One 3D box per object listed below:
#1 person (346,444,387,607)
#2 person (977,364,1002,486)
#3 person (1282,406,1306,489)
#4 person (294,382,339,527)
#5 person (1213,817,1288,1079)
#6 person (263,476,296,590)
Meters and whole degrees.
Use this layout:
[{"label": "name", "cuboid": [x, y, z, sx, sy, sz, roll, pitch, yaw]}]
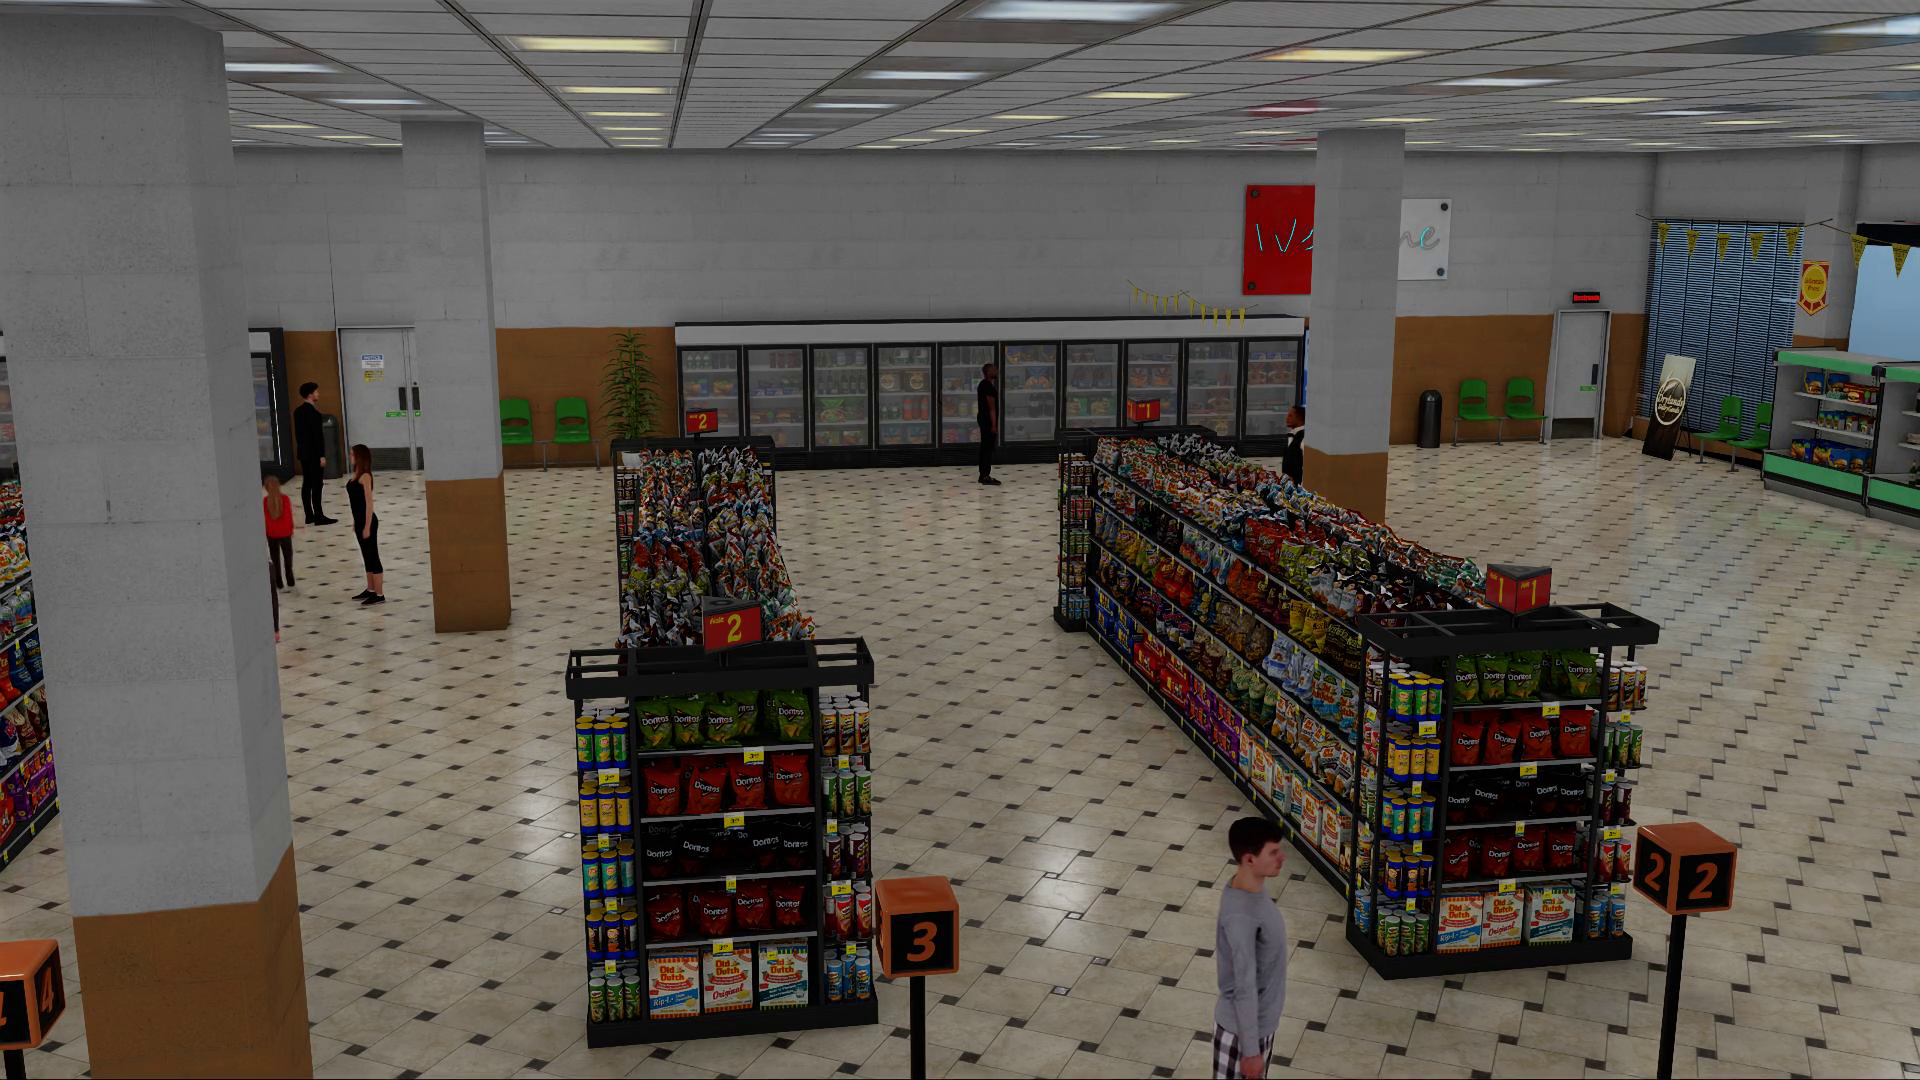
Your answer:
[{"label": "person", "cuboid": [-6.357, -0.177, 17.812, 0.704, 1.726, 0.581, -8, 14, -33]}, {"label": "person", "cuboid": [0.418, -1.757, 25.094, 0.726, 1.819, 0.494, -3, 12, -12]}, {"label": "person", "cuboid": [3.941, -0.612, 19.420, 0.757, 1.917, 0.509, -3, 12, -12]}, {"label": "person", "cuboid": [-8.592, -1.150, 22.030, 0.768, 1.892, 0.847, 10, 15, 39]}, {"label": "person", "cuboid": [1.197, 2.039, 6.998, 0.758, 1.847, 0.619, 3, 12, 14]}, {"label": "person", "cuboid": [-7.528, -0.068, 18.401, 0.611, 1.271, 0.747, -7, 14, -28]}]
